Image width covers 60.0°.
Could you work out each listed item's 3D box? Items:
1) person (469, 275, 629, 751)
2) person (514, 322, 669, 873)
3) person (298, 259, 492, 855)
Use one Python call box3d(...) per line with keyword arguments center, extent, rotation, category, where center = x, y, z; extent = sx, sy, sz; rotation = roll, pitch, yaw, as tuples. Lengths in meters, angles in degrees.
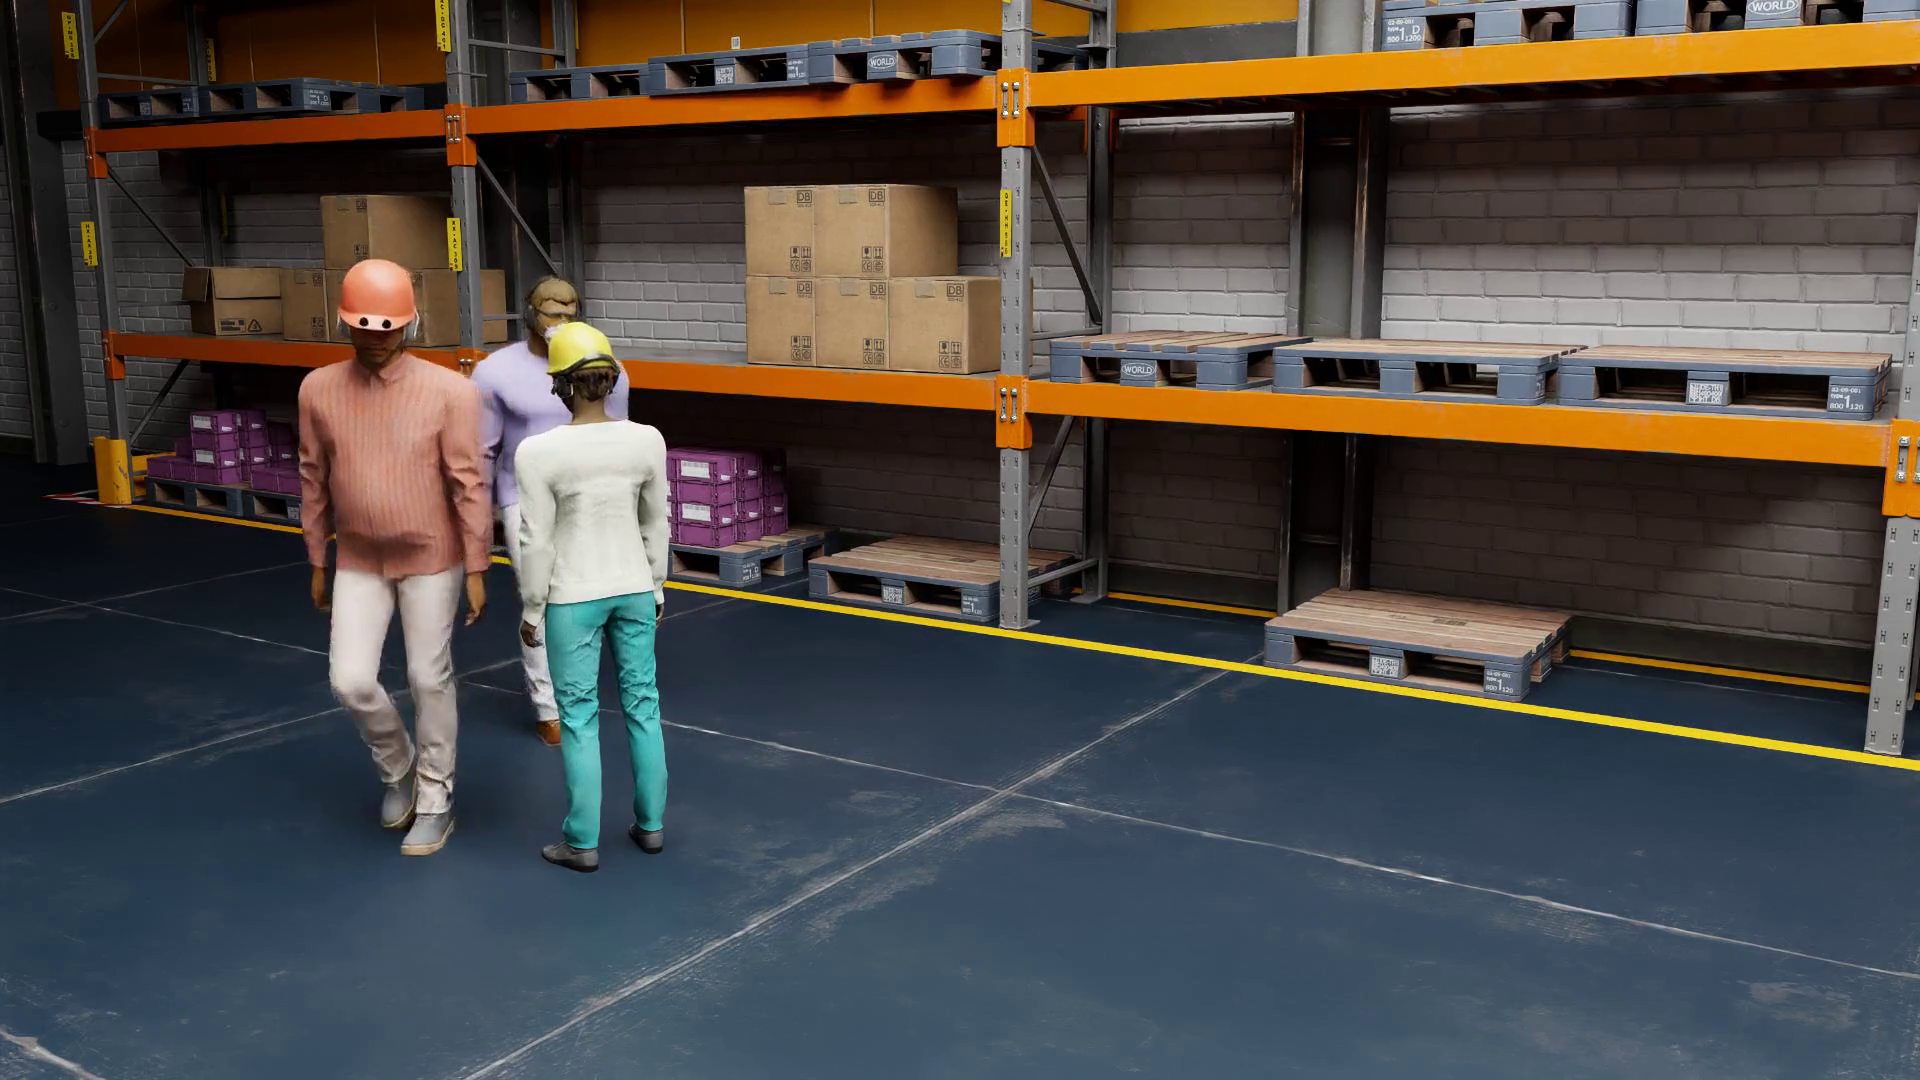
box3d(center=(-1.697, -0.146, 6.874), extent=(0.663, 1.900, 0.840), rotation=(-4, 11, -23), category="person")
box3d(center=(-1.178, 0.186, 5.366), extent=(0.523, 1.767, 0.313), rotation=(-8, 13, -39), category="person")
box3d(center=(-1.848, 0.072, 5.444), extent=(0.645, 1.961, 0.463), rotation=(0, 10, 0), category="person")
